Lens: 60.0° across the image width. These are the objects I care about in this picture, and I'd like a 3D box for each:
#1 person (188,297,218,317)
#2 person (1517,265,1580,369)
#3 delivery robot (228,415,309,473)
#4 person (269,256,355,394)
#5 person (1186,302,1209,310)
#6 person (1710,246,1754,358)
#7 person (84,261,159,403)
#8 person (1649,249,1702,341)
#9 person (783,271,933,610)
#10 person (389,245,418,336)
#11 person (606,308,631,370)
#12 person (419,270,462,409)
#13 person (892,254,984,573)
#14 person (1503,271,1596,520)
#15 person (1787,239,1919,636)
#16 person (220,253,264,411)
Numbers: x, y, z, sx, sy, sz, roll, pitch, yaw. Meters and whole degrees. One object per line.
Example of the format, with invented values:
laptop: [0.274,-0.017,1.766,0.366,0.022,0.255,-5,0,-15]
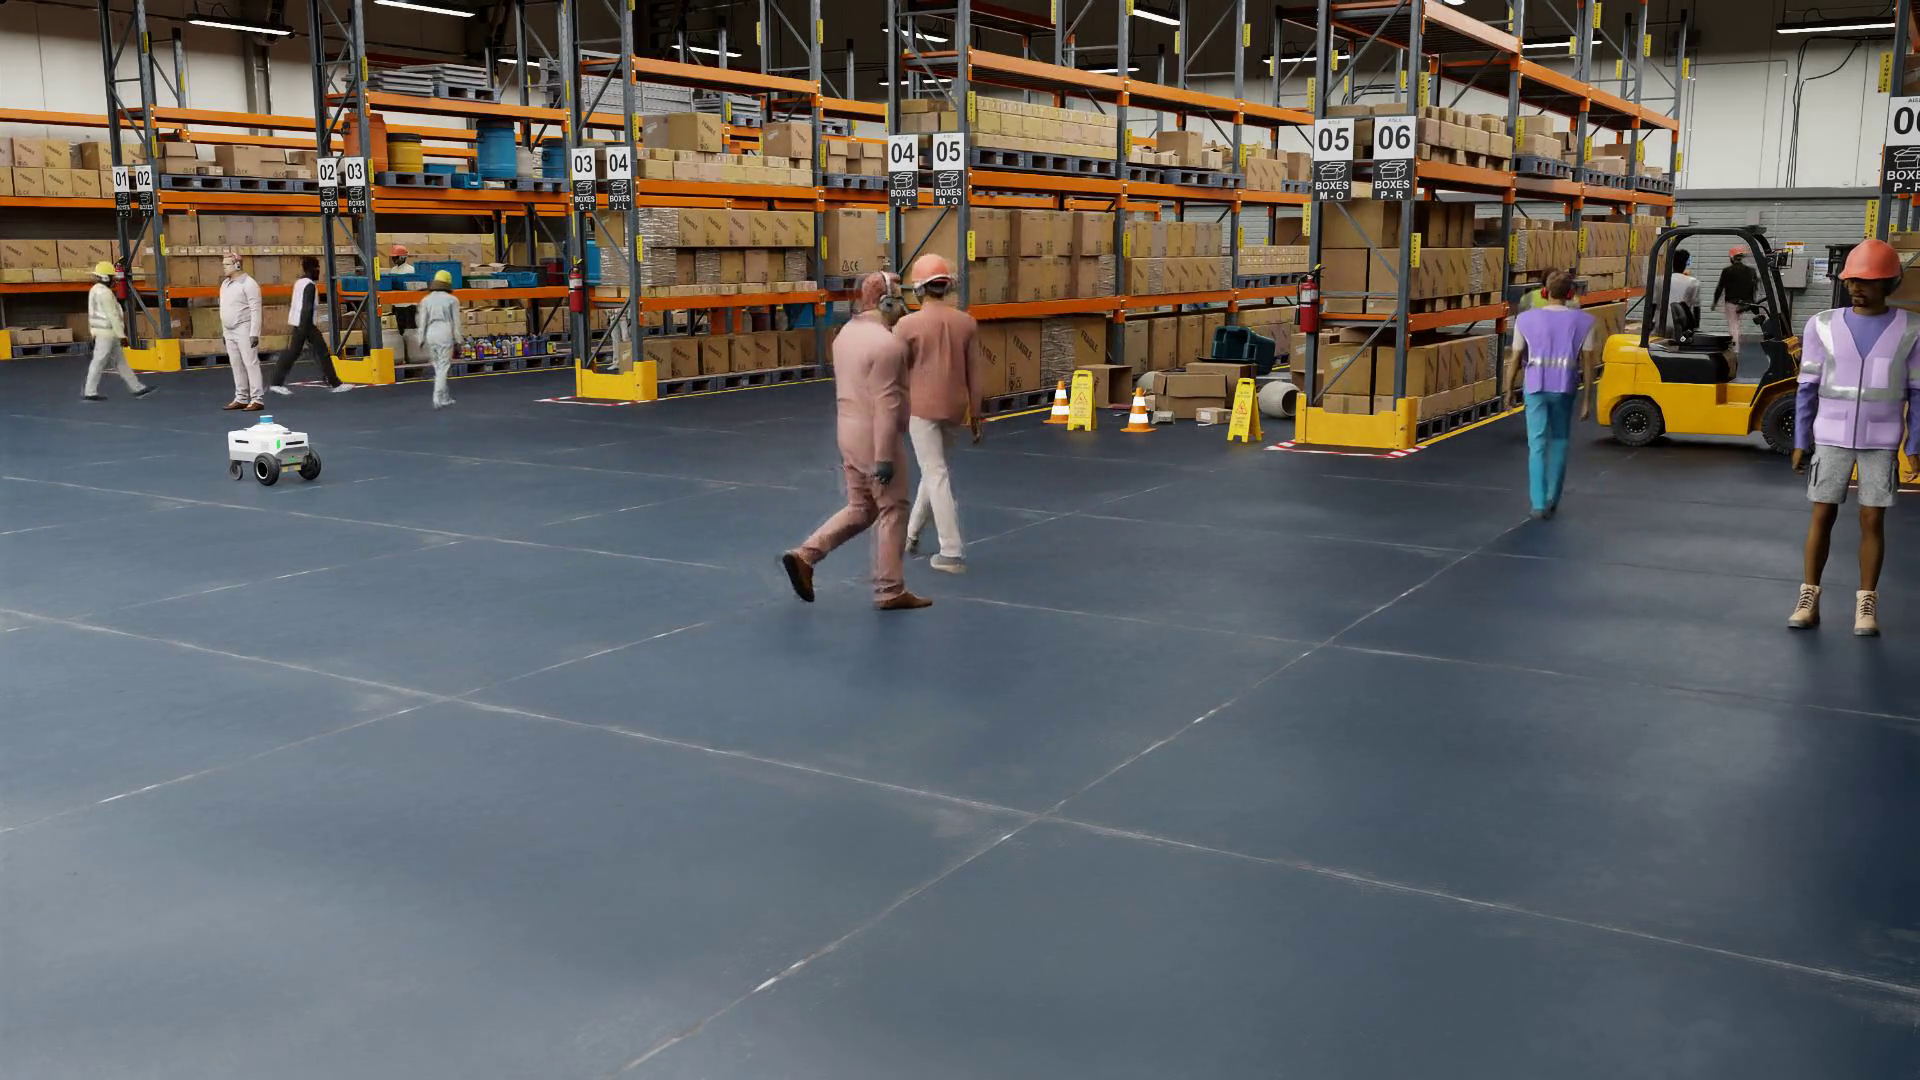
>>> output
person: [-13.734,-4.218,30.205,0.534,1.725,0.917,2,10,11]
person: [6.119,-1.969,17.379,0.627,1.802,0.889,6,12,30]
delivery robot: [-5.894,-0.818,14.169,0.707,0.478,0.477,6,12,31]
person: [-8.829,-2.882,22.410,1.098,1.858,0.606,-8,13,-38]
person: [4.280,-4.196,30.274,0.536,1.648,0.867,7,12,34]
person: [13.725,-4.238,29.610,0.637,1.962,0.746,-4,11,-19]
person: [-10.785,-2.646,21.222,0.943,1.778,0.609,-7,12,-35]
person: [9.213,-2.773,21.471,0.642,1.945,0.541,5,11,27]
person: [-0.553,-0.524,9.091,0.716,1.881,0.652,-5,11,-27]
person: [-9.523,-4.041,28.467,0.614,1.988,0.395,7,12,32]
person: [-5.424,-3.513,26.499,0.517,1.636,0.314,7,12,32]
person: [-6.439,-2.476,20.527,0.523,1.697,0.846,1,10,7]
person: [-0.232,-0.809,10.474,0.647,1.942,0.990,-7,12,-34]
person: [4.372,-1.086,12.406,0.597,1.805,0.866,2,10,12]
person: [4.635,-0.516,8.585,0.611,2.038,0.396,7,12,32]
person: [-8.717,-2.505,20.100,0.644,1.907,0.400,7,12,32]
